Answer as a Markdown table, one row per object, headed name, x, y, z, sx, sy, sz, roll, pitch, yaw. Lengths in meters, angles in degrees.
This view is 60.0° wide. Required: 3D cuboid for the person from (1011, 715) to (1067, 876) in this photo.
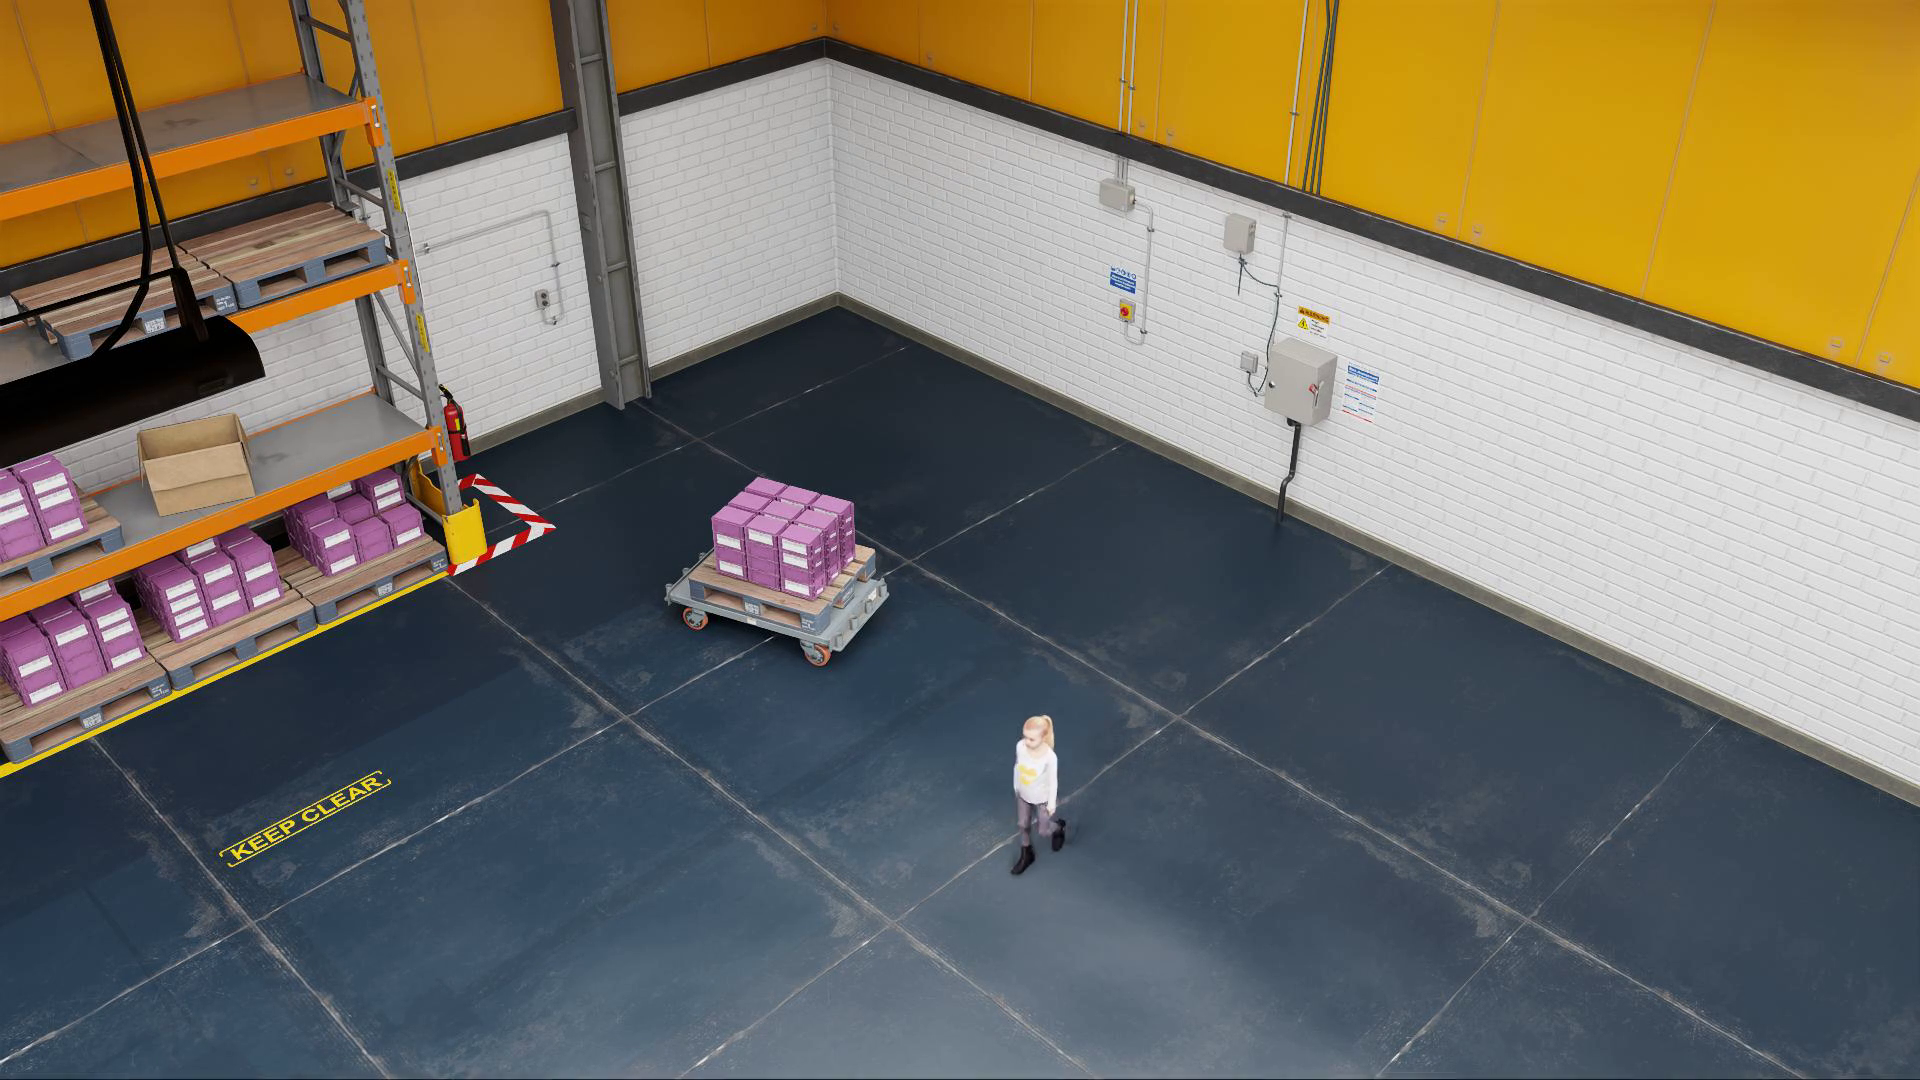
| name | x | y | z | sx | sy | sz | roll | pitch | yaw |
| --- | --- | --- | --- | --- | --- | --- | --- | --- | --- |
| person | 0.542 | 1.673 | 11.159 | 0.542 | 1.271 | 0.729 | 23 | 40 | 30 |
